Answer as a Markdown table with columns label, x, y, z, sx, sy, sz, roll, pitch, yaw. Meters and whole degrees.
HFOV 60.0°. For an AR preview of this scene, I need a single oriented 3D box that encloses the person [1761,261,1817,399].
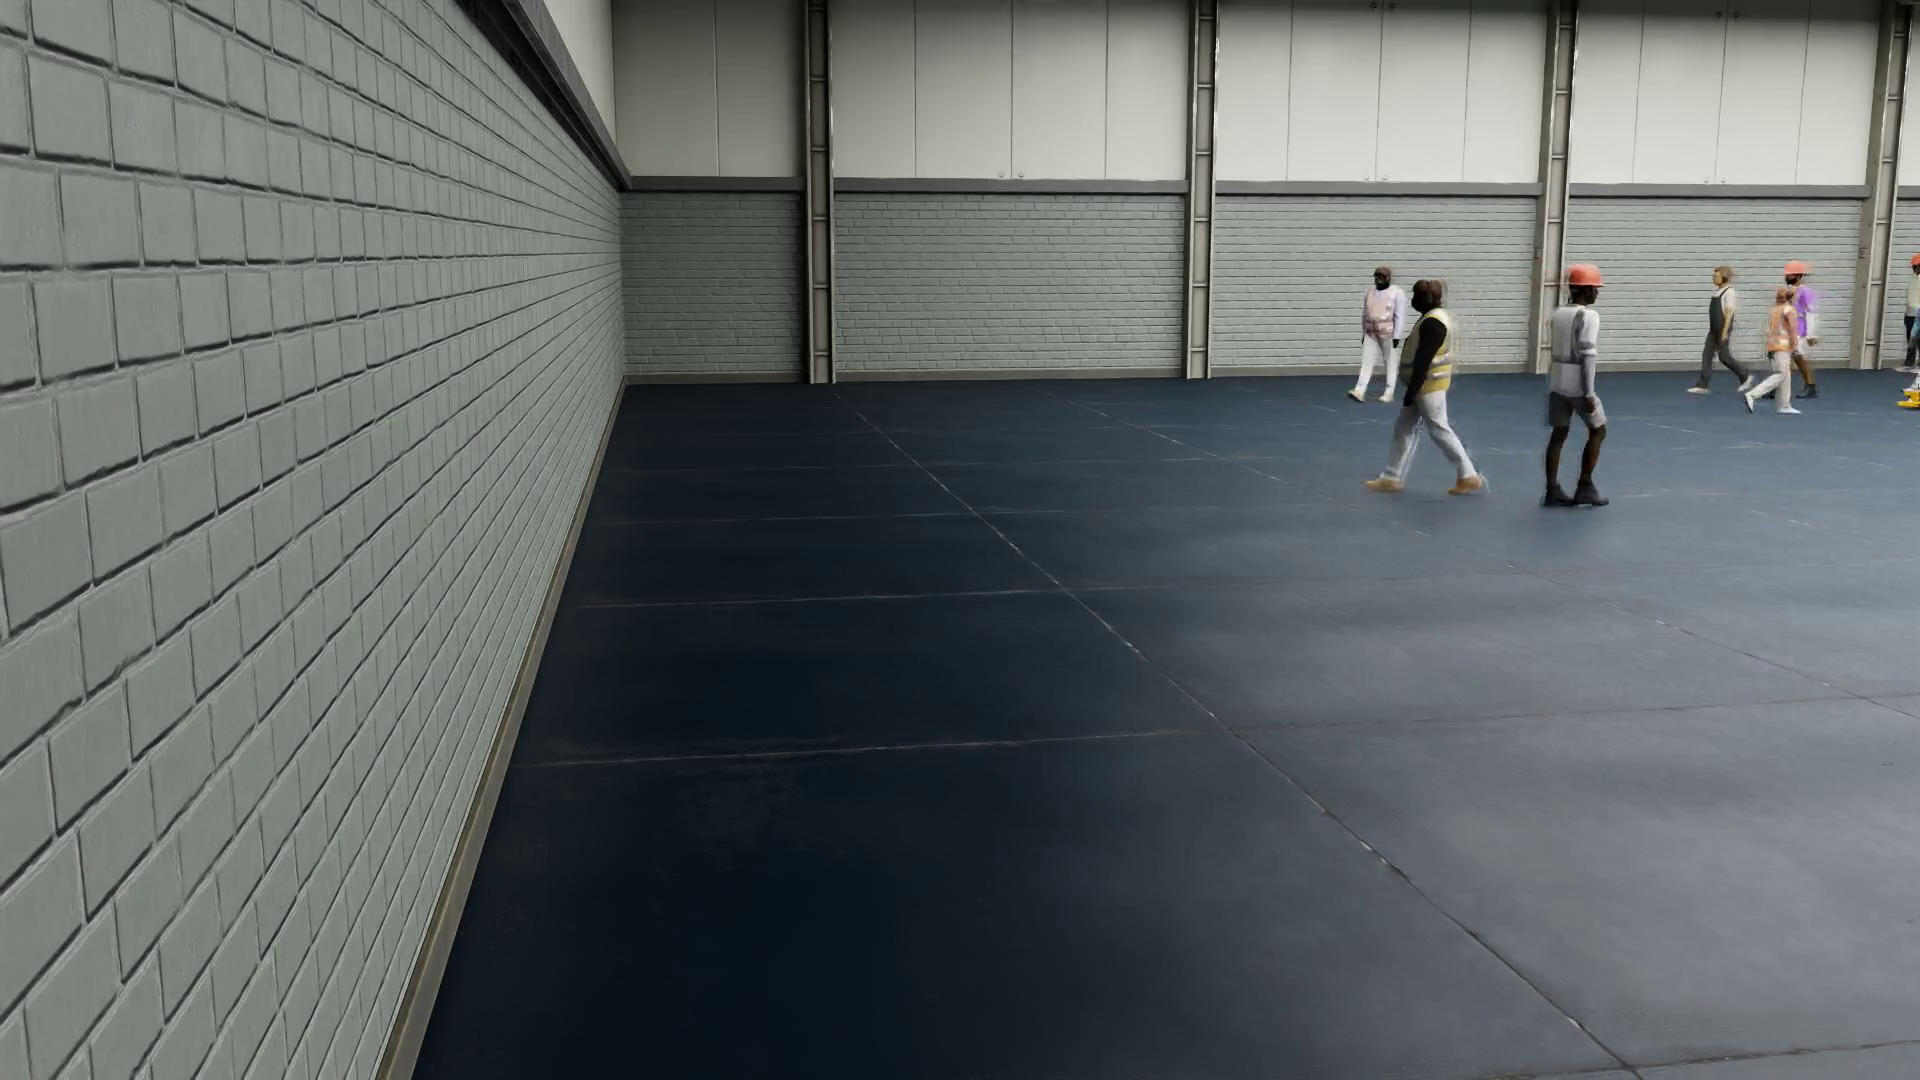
| label | x | y | z | sx | sy | sz | roll | pitch | yaw |
| --- | --- | --- | --- | --- | --- | --- | --- | --- | --- |
| person | 11.413 | -2.865 | 22.793 | 0.980 | 1.893 | 0.556 | -1 | 10 | -3 |

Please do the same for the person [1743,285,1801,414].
| label | x | y | z | sx | sy | sz | roll | pitch | yaw |
| --- | --- | --- | --- | --- | --- | --- | --- | --- | --- |
| person | 10.134 | -2.359 | 20.641 | 0.688 | 1.614 | 0.525 | 1 | 10 | 4 |

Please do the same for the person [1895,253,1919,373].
| label | x | y | z | sx | sy | sz | roll | pitch | yaw |
| --- | --- | --- | --- | --- | --- | --- | --- | --- | --- |
| person | 15.958 | -3.781 | 27.743 | 0.396 | 1.992 | 0.622 | 0 | 10 | -3 |

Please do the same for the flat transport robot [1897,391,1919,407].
| label | x | y | z | sx | sy | sz | roll | pitch | yaw |
| --- | --- | --- | --- | --- | --- | --- | --- | --- | --- |
| flat transport robot | 12.805 | -1.827 | 21.453 | 1.431 | 0.197 | 0.652 | -6 | 12 | -33 |

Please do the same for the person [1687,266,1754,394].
| label | x | y | z | sx | sy | sz | roll | pitch | yaw |
| --- | --- | --- | --- | --- | --- | --- | --- | --- | --- |
| person | 10.808 | -2.965 | 23.542 | 0.817 | 1.823 | 0.518 | 0 | 10 | -2 |

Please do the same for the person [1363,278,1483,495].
| label | x | y | z | sx | sy | sz | roll | pitch | yaw |
| --- | --- | --- | --- | --- | --- | --- | --- | --- | --- |
| person | 3.924 | -1.276 | 13.871 | 0.931 | 1.809 | 0.617 | 2 | 10 | 11 |

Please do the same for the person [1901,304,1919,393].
| label | x | y | z | sx | sy | sz | roll | pitch | yaw |
| --- | --- | --- | --- | --- | --- | --- | --- | --- | --- |
| person | 13.460 | -2.772 | 23.104 | 0.872 | 1.590 | 0.537 | -2 | 10 | -13 |

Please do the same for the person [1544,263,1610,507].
| label | x | y | z | sx | sy | sz | roll | pitch | yaw |
| --- | --- | --- | --- | --- | --- | --- | --- | --- | --- |
| person | 4.941 | -1.211 | 13.150 | 0.649 | 1.919 | 0.570 | -3 | 10 | -16 |

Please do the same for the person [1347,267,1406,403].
| label | x | y | z | sx | sy | sz | roll | pitch | yaw |
| --- | --- | --- | --- | --- | --- | --- | --- | --- | --- |
| person | 5.547 | -2.714 | 22.139 | 0.654 | 1.802 | 0.901 | 9 | 13 | 42 |
